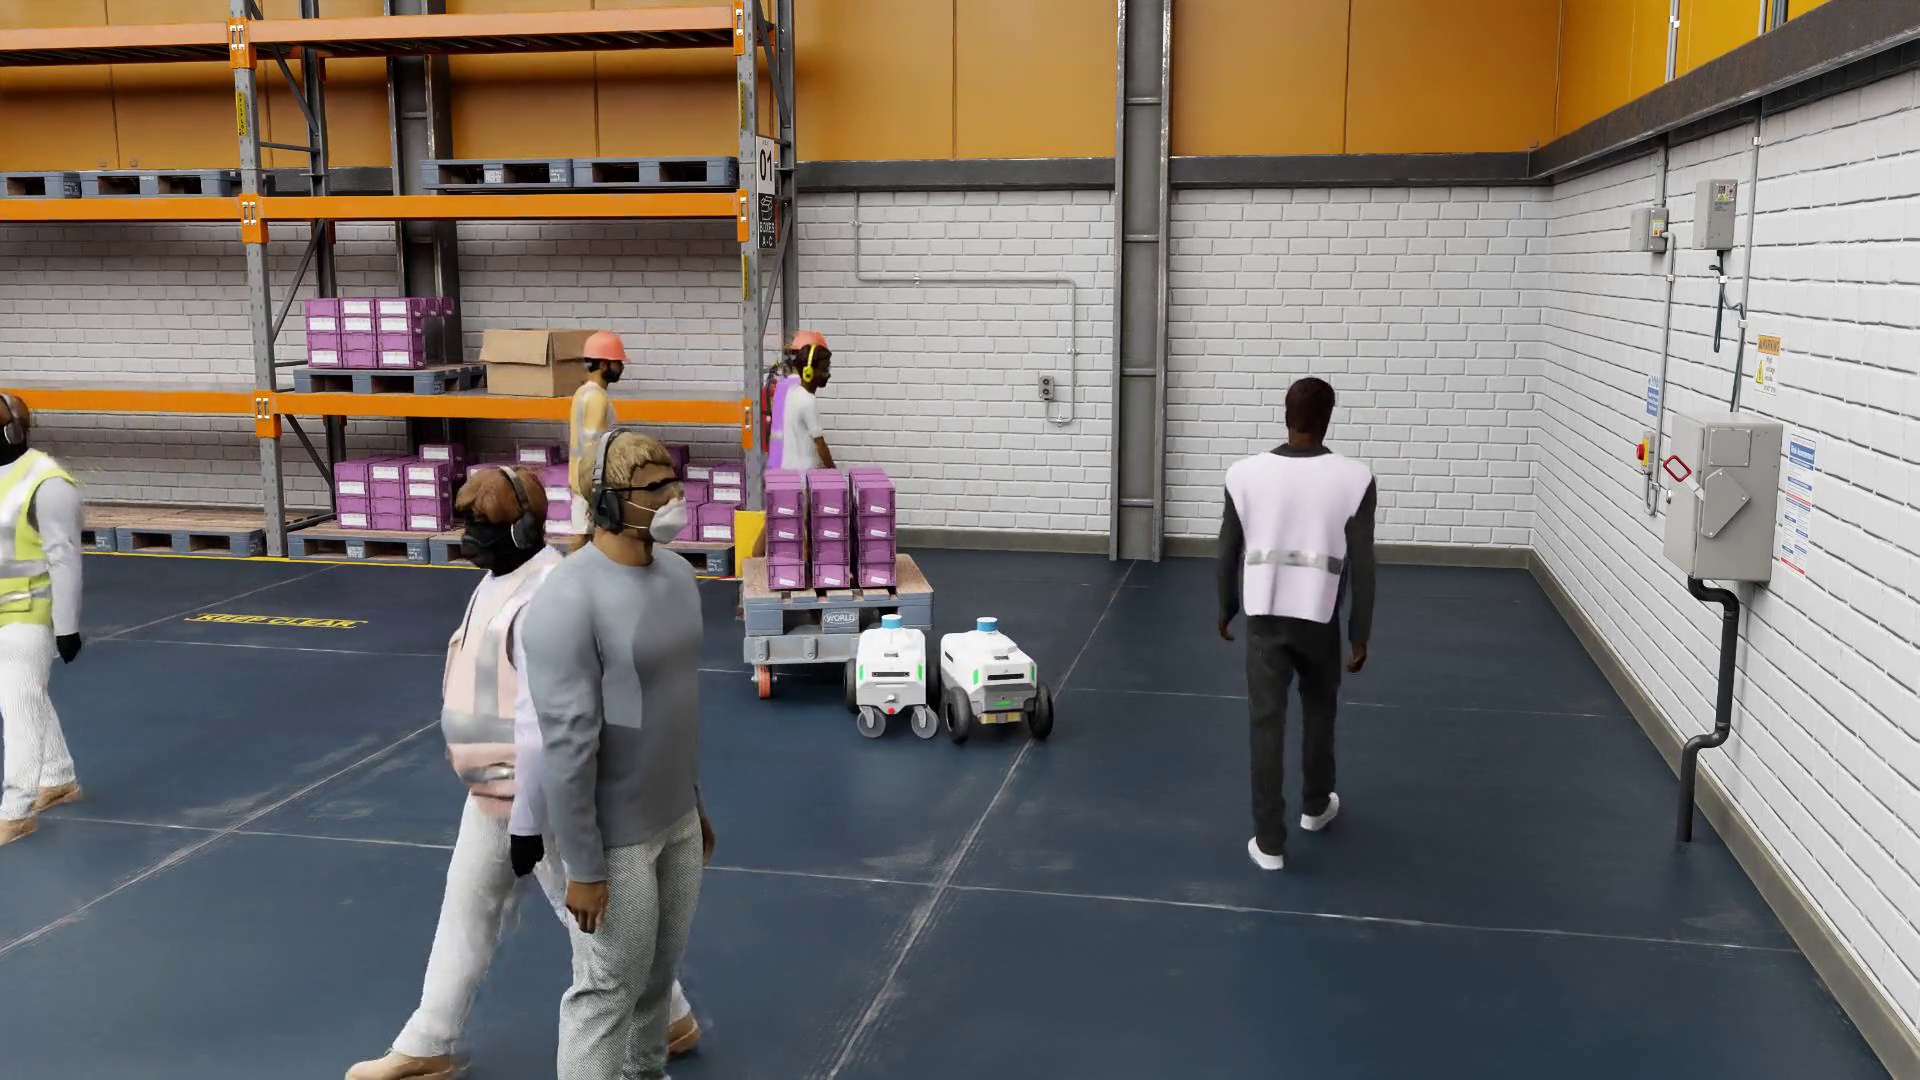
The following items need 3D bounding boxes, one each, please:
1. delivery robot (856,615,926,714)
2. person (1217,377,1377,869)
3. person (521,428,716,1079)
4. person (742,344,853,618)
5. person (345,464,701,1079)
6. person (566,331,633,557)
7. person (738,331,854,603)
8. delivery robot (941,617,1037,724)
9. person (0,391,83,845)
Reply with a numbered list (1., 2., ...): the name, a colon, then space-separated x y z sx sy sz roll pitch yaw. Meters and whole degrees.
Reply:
1. delivery robot: -0.343 0.619 8.360 0.477 0.478 0.707 0 9 -2
2. person: 1.320 0.297 6.601 0.629 1.867 0.905 3 10 16
3. person: -0.781 0.697 4.013 0.372 1.940 0.630 3 10 17
4. person: -0.967 -0.359 10.796 1.006 1.806 0.493 -1 10 -9
5. person: -1.202 0.673 4.641 0.976 1.790 0.630 -4 10 -25
6. person: -2.158 -0.351 10.437 0.914 1.895 0.565 -4 10 -21
7. person: -1.086 -0.481 11.330 0.994 1.862 0.604 -4 10 -25
8. delivery robot: 0.135 0.629 8.300 0.477 0.478 0.707 -2 10 -14
9. person: -3.901 0.296 6.814 0.632 1.836 0.564 5 11 27
